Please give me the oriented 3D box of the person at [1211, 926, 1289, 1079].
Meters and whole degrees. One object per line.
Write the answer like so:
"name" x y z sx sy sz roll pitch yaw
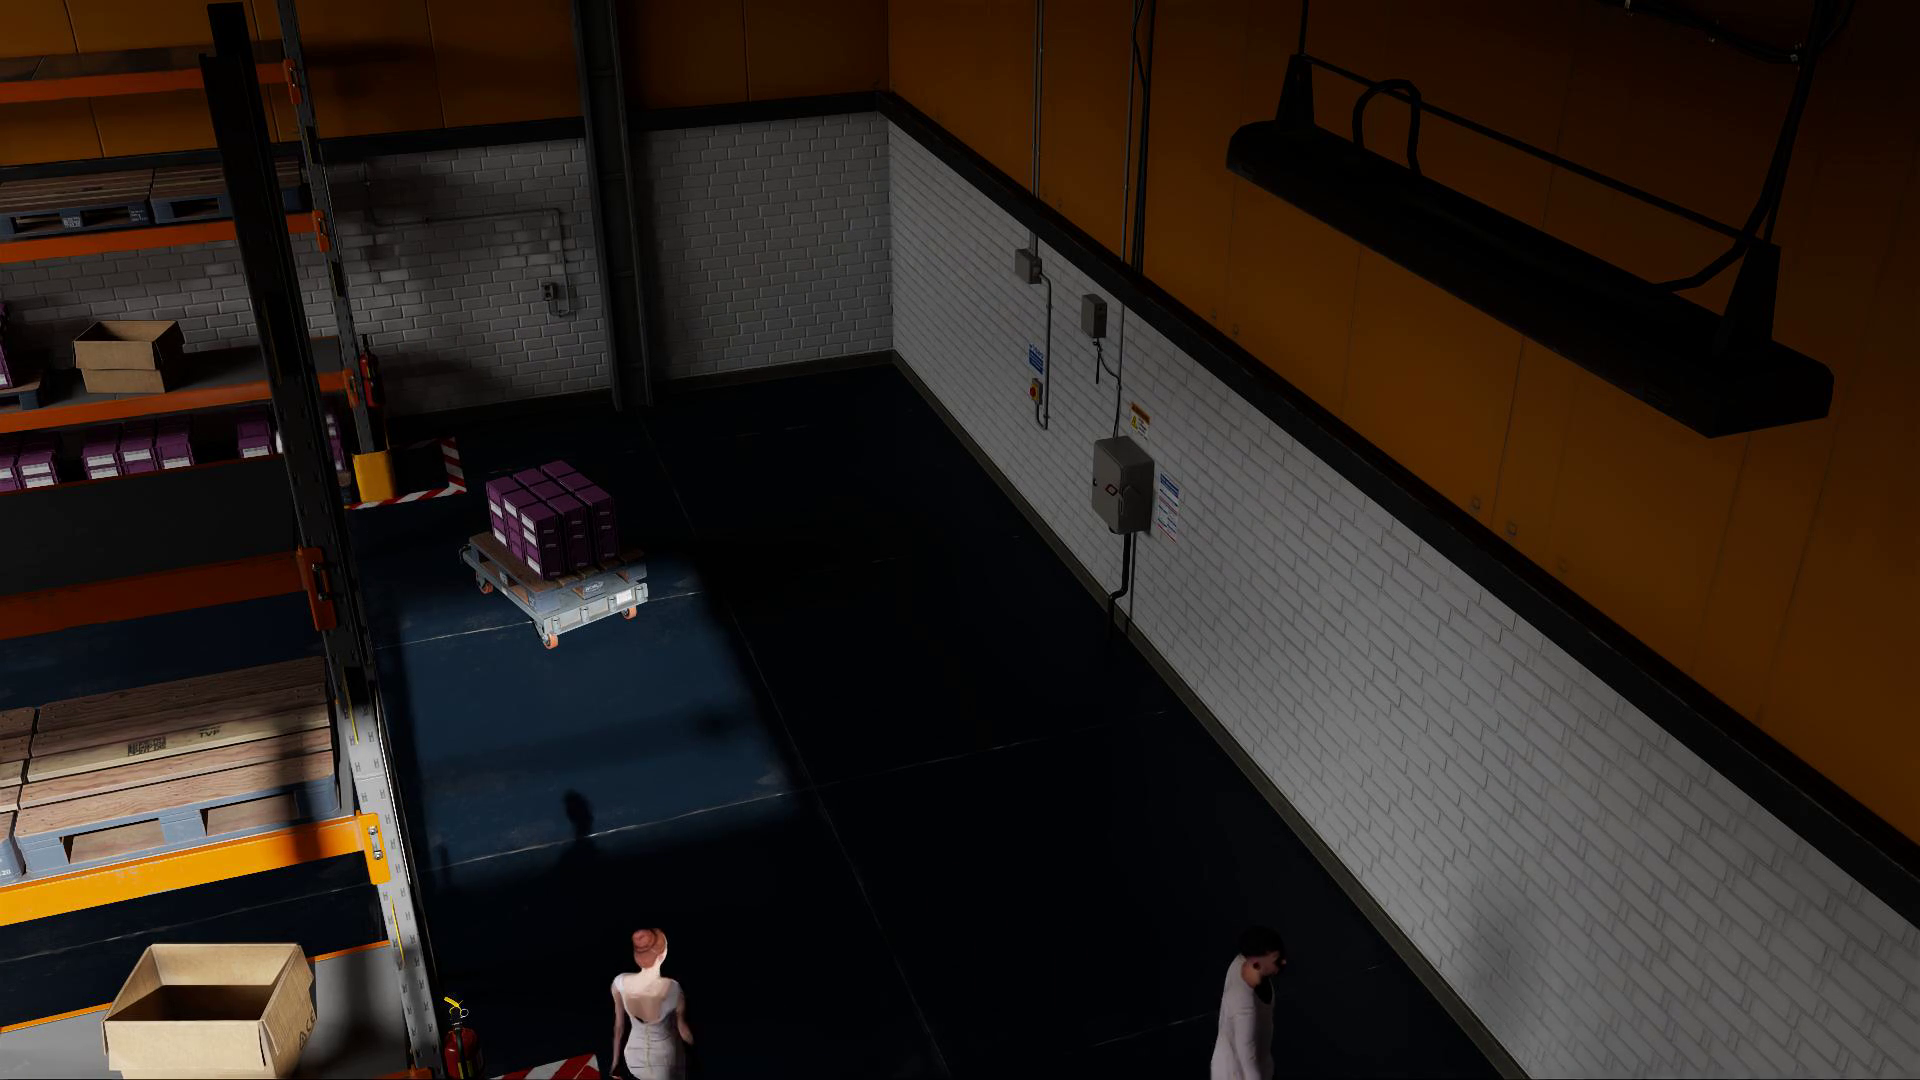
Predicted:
"person" 1.350 2.641 8.398 1.100 1.815 1.005 8 30 15

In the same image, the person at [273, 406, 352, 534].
"person" -5.560 -0.536 14.330 0.795 1.712 0.878 24 37 37

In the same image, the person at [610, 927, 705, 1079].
"person" -1.566 2.724 8.289 0.783 1.773 0.838 8 30 14

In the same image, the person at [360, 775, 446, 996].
"person" -3.269 1.933 9.668 0.560 1.841 0.628 -7 29 -13
